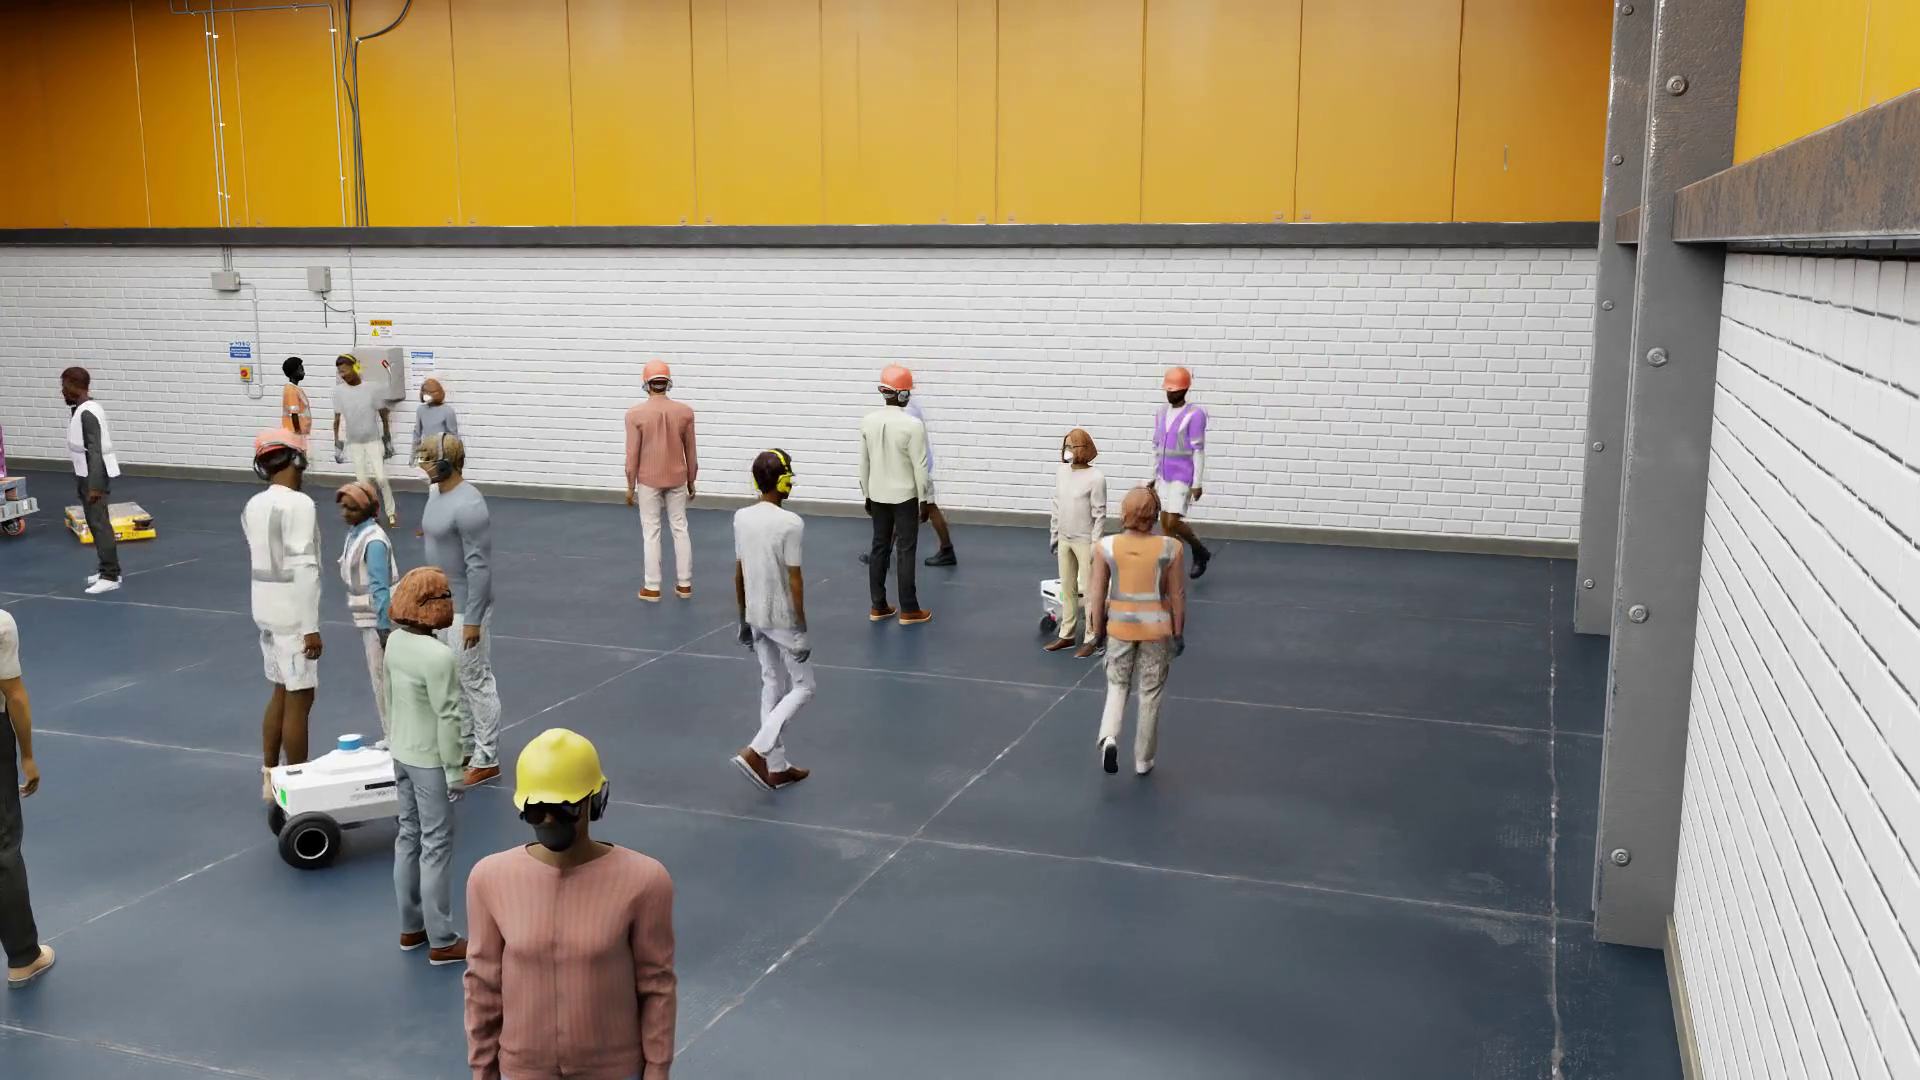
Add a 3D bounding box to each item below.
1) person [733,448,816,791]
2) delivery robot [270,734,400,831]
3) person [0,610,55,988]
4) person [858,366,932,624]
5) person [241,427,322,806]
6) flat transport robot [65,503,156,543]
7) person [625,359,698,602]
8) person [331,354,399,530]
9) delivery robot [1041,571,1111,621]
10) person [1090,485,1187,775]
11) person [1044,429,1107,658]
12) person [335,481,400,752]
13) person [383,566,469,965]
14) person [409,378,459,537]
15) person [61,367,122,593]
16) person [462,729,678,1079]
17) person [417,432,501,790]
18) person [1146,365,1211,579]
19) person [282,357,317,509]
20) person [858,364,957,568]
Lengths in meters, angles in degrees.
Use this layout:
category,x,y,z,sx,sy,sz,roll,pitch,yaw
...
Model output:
category,x,y,z,sx,sy,sz,roll,pitch,yaw
person,-1.004,0.442,8.851,0.548,1.856,0.482,8,13,39
delivery robot,-2.943,1.186,8.060,0.707,0.478,0.477,-5,11,-28
person,-3.888,0.866,6.493,0.504,1.847,0.344,-3,10,-16
person,-0.493,-0.344,12.882,0.622,1.993,0.381,7,12,33
person,-3.423,0.429,8.583,0.393,1.993,0.742,-10,14,-43
flat transport robot,-8.644,-0.191,16.880,0.652,0.197,1.431,-7,12,-33
person,-2.468,-0.492,13.718,0.622,1.992,0.396,-6,12,-30
person,-6.104,-0.995,17.017,0.571,1.825,0.466,-3,10,-14
delivery robot,0.970,0.398,12.496,0.707,0.478,0.477,-5,11,-27
person,0.967,0.521,9.059,0.518,1.627,0.480,3,10,16
person,0.831,0.019,11.859,0.286,1.633,0.499,-9,13,-40
person,-3.323,0.464,9.406,0.339,1.623,0.605,-6,12,-30
person,-2.178,0.913,6.819,0.283,1.633,0.501,-10,14,-43
person,-5.310,-0.867,16.992,0.510,1.585,0.877,5,11,28
person,-7.351,-0.513,14.145,0.379,1.891,0.676,-6,12,-31
person,-0.964,1.323,4.143,0.525,1.769,0.312,-1,10,-3
person,-2.706,0.378,8.990,0.375,1.936,0.628,-7,12,-34
person,1.877,-0.552,14.290,0.491,1.912,0.568,-6,12,-31
person,-7.338,-1.175,18.431,0.346,1.698,0.543,-4,11,-20
person,-0.471,-0.648,14.976,1.001,1.855,0.552,-2,10,-14
